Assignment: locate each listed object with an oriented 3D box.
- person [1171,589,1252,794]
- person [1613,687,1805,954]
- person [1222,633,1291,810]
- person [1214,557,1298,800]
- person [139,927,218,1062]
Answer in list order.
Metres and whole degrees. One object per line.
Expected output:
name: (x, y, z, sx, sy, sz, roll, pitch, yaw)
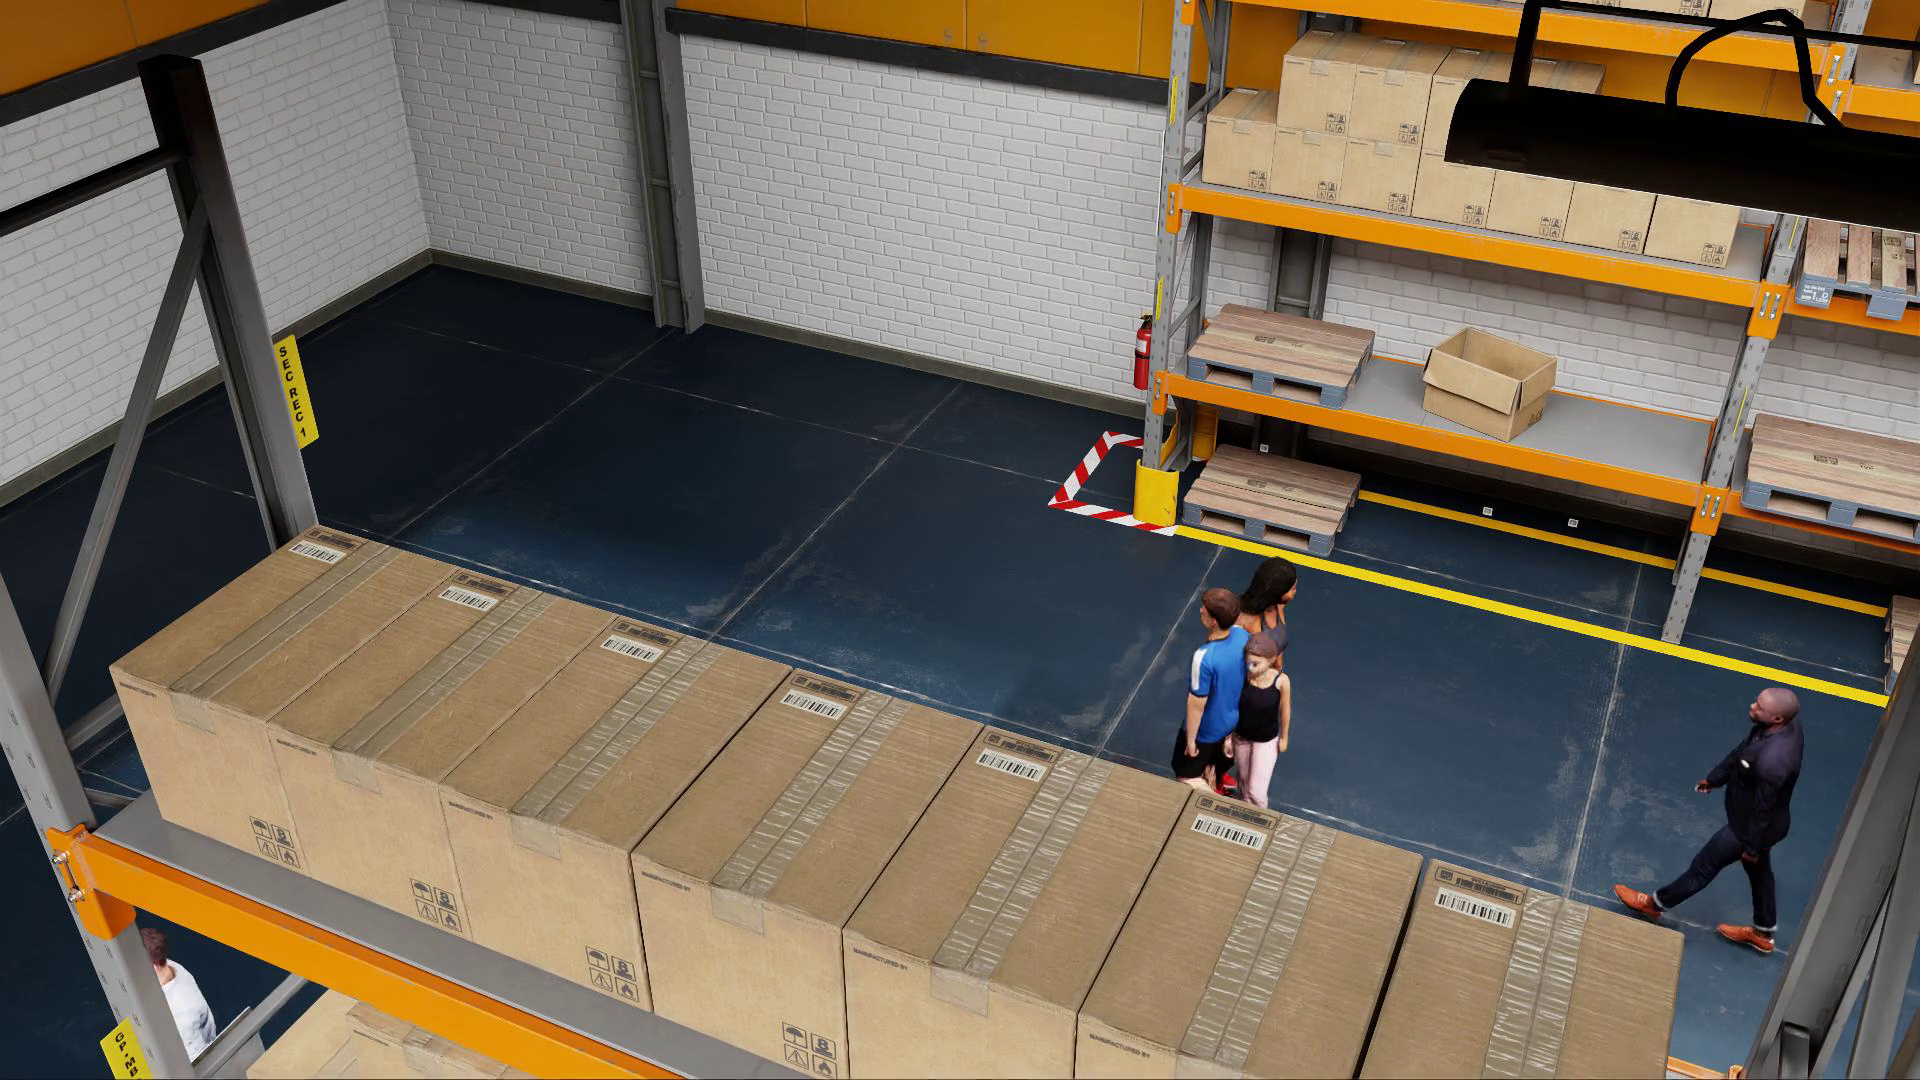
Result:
person: (1.538, 1.098, 9.773, 1.005, 1.854, 0.819, 27, 42, 34)
person: (4.436, 1.583, 9.113, 1.151, 1.776, 0.791, 20, 39, 27)
person: (1.778, 1.142, 9.993, 0.643, 1.536, 0.582, 13, 36, 19)
person: (1.669, 0.852, 10.218, 0.762, 1.770, 0.795, -26, 41, -33)
person: (-3.466, 2.464, 7.736, 0.885, 1.835, 0.840, -24, 40, -31)
